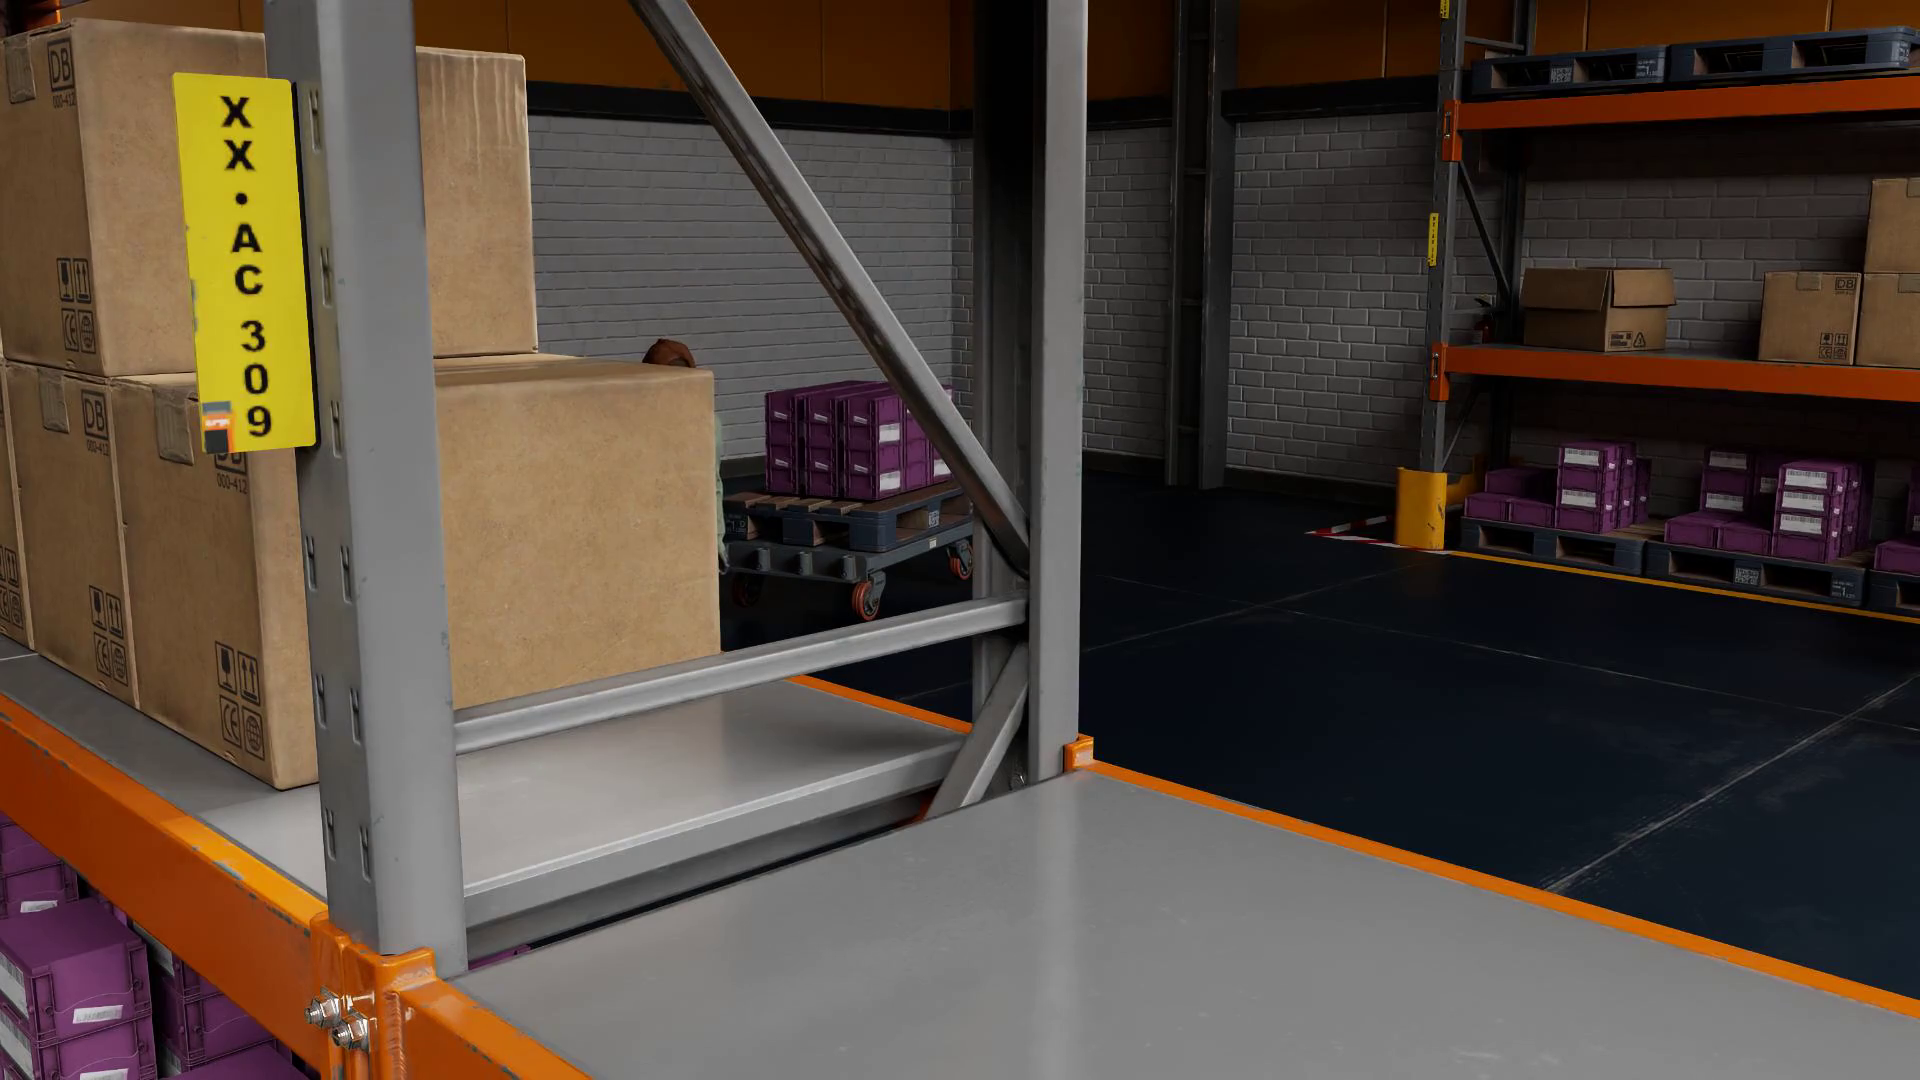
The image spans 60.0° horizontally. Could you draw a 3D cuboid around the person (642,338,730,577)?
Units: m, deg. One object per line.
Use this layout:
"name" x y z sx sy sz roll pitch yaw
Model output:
"person" -1.130 0.038 6.447 0.498 1.633 0.284 -7 13 -34
